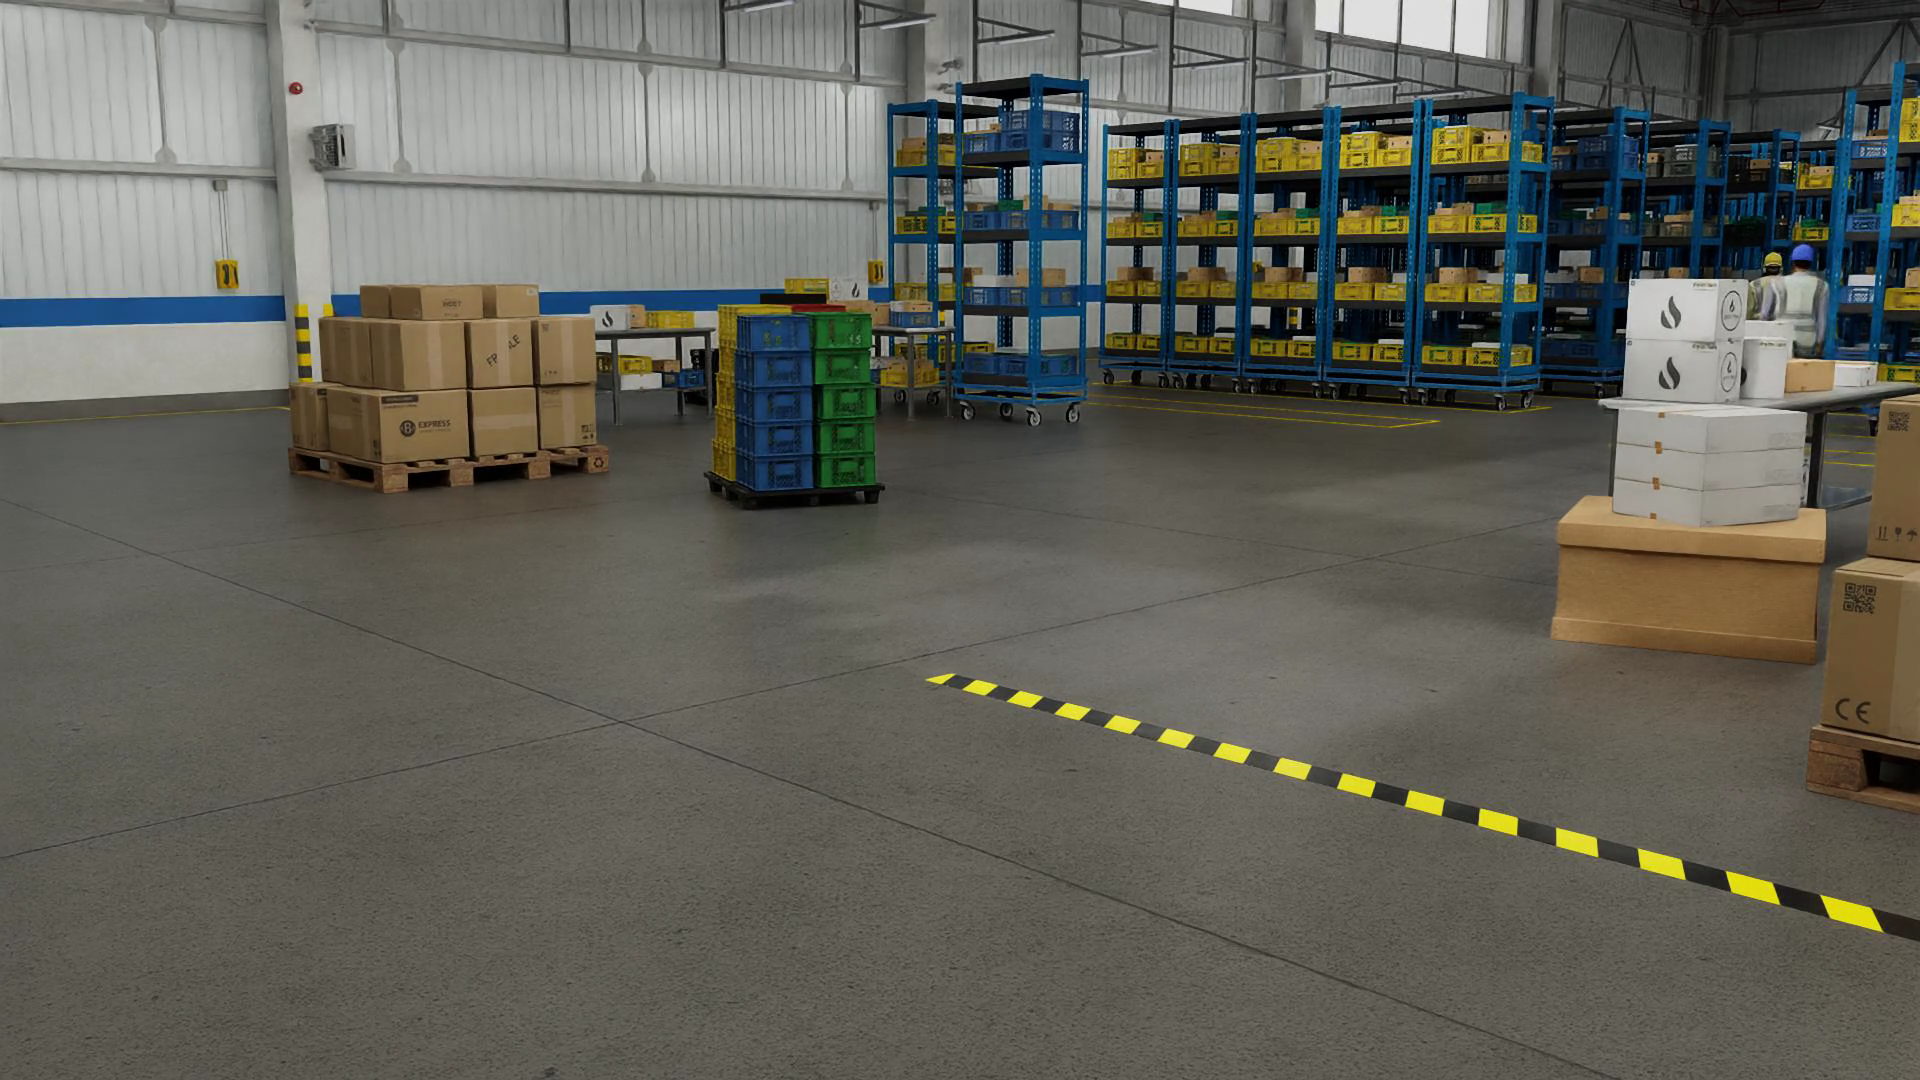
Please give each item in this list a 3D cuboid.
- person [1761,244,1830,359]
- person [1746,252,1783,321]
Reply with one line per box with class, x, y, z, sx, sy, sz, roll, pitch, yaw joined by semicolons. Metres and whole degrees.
person;8.613;-2.095;17.156;0.594;1.913;0.973;2;10;14
person;9.917;-2.604;20.412;0.591;1.834;0.404;2;10;11
